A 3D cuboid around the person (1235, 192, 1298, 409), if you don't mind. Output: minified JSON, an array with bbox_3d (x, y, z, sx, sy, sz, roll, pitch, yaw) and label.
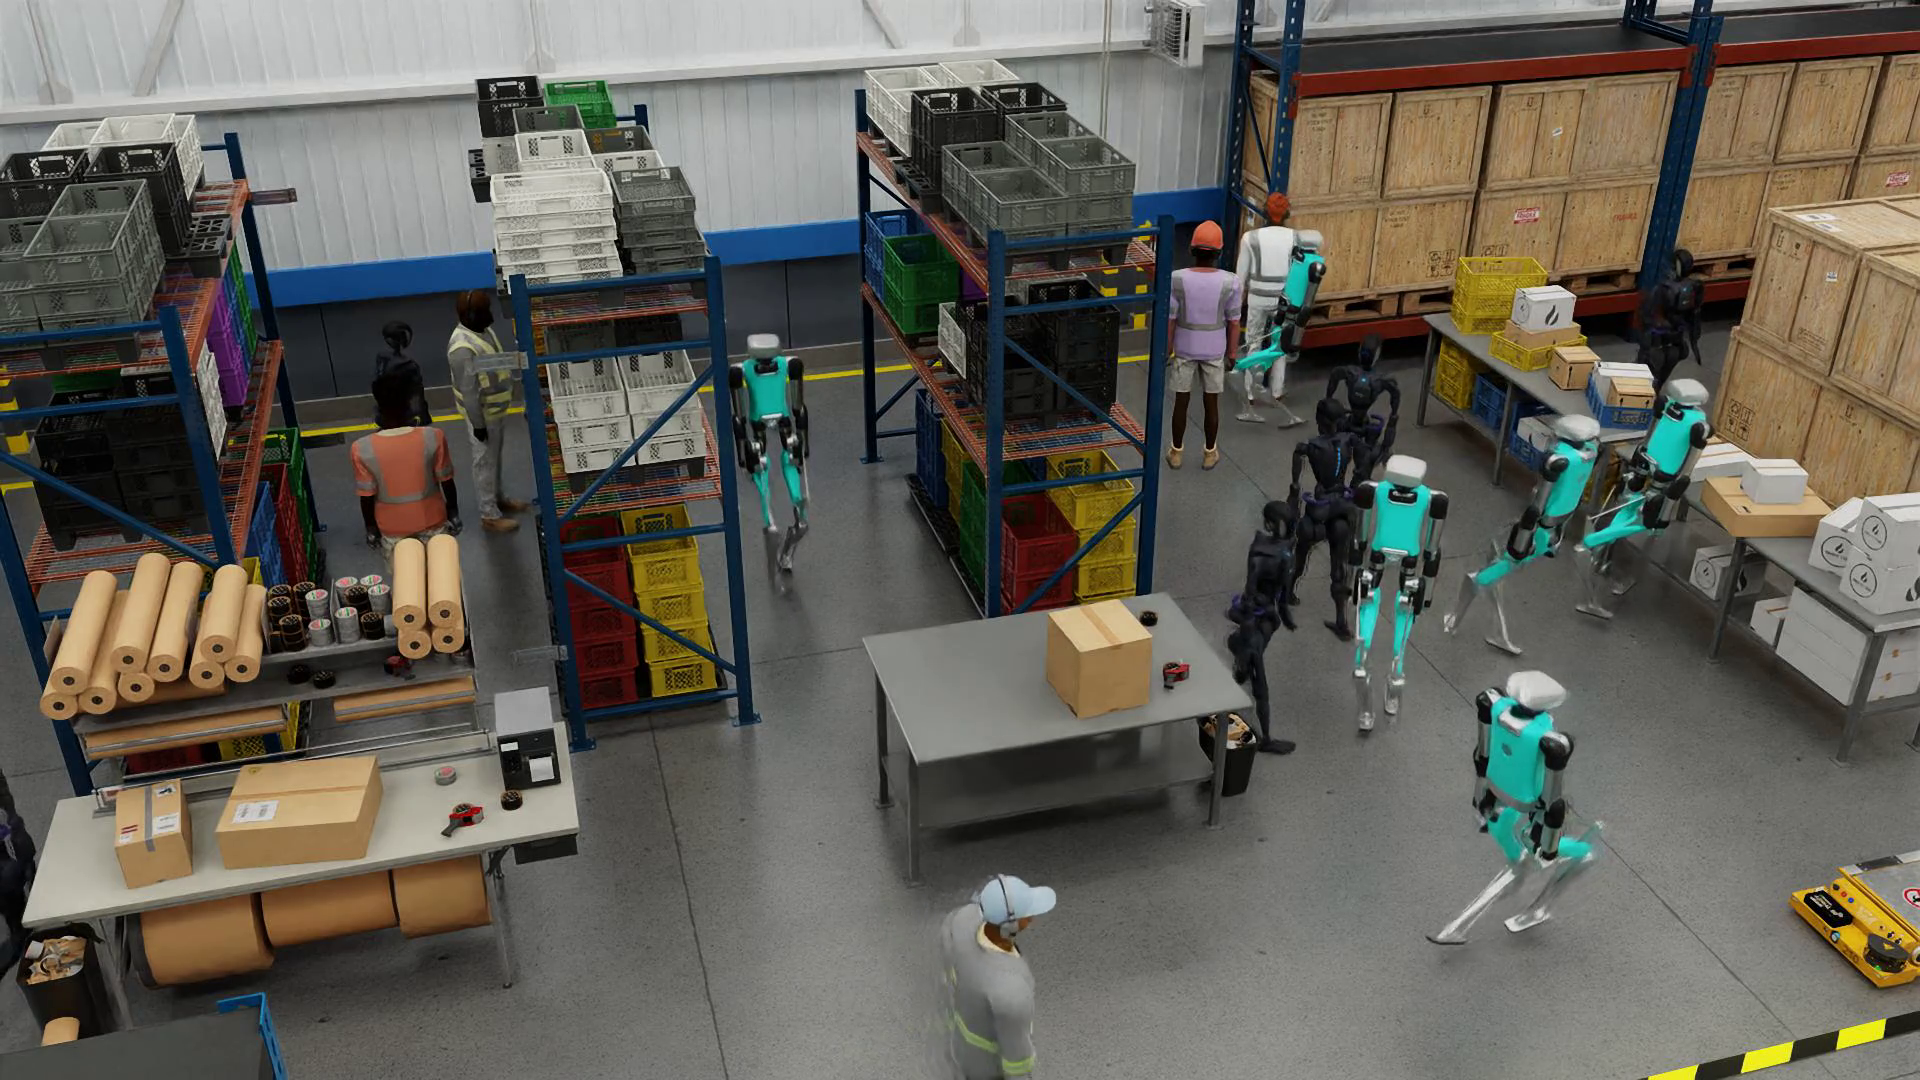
[{"bbox_3d":[2.628,-2.034,14.207,0.614,1.869,0.399,1,29,2],"label":"person"}]

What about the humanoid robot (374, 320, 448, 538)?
[{"bbox_3d":[-4.125,-0.821,12.249,0.603,1.629,0.668,19,34,31],"label":"humanoid robot"}]

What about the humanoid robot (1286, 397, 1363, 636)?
[{"bbox_3d":[2.430,-0.190,11.096,0.612,1.624,0.789,-11,30,-18],"label":"humanoid robot"}]

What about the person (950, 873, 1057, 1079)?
[{"bbox_3d":[0.166,2.080,6.741,0.431,1.842,0.603,-11,31,-19],"label":"person"}]

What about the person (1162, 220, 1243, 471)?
[{"bbox_3d":[1.879,-1.510,13.065,0.606,2.048,0.366,3,29,6],"label":"person"}]

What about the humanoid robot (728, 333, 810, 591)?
[{"bbox_3d":[-1.259,-0.454,11.575,0.540,1.894,0.744,-9,30,-15],"label":"humanoid robot"}]

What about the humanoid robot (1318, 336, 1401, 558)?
[{"bbox_3d":[2.830,-0.686,11.951,0.586,1.641,0.568,12,31,21],"label":"humanoid robot"}]

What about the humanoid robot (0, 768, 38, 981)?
[{"bbox_3d":[-4.717,1.529,7.940,0.608,1.635,0.641,10,30,17],"label":"humanoid robot"}]

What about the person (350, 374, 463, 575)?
[{"bbox_3d":[-3.510,-0.139,10.652,0.612,1.964,0.361,-12,31,-21],"label":"person"}]

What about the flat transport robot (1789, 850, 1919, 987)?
[{"bbox_3d":[5.163,1.916,8.676,1.431,0.231,0.659,-8,30,-14],"label":"flat transport robot"}]

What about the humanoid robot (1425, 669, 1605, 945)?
[{"bbox_3d":[2.823,1.341,8.167,0.963,1.727,0.531,-15,32,-26],"label":"humanoid robot"}]

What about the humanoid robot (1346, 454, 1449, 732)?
[{"bbox_3d":[2.534,0.410,9.898,0.530,1.792,0.804,9,30,16],"label":"humanoid robot"}]

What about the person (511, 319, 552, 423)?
[{"bbox_3d":[-3.455,-1.768,13.800,0.618,1.798,0.426,13,31,22],"label":"person"}]

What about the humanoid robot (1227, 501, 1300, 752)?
[{"bbox_3d":[1.760,0.476,9.883,0.714,1.633,0.597,19,34,31],"label":"humanoid robot"}]

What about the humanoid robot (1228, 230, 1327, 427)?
[{"bbox_3d":[2.536,-1.675,13.690,0.931,1.743,0.532,-4,29,-8],"label":"humanoid robot"}]

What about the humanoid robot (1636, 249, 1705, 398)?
[{"bbox_3d":[5.825,-1.584,13.623,0.588,1.628,0.752,-9,30,-16],"label":"humanoid robot"}]

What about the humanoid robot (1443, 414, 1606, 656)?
[{"bbox_3d":[3.574,-0.041,10.792,0.563,1.839,0.890,-21,35,-33],"label":"humanoid robot"}]

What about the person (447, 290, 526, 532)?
[{"bbox_3d":[-3.491,-0.969,12.291,0.429,1.841,0.633,-1,29,-2],"label":"person"}]

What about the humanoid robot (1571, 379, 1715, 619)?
[{"bbox_3d":[4.382,-0.224,11.039,0.901,1.727,0.539,-6,29,-10],"label":"humanoid robot"}]
